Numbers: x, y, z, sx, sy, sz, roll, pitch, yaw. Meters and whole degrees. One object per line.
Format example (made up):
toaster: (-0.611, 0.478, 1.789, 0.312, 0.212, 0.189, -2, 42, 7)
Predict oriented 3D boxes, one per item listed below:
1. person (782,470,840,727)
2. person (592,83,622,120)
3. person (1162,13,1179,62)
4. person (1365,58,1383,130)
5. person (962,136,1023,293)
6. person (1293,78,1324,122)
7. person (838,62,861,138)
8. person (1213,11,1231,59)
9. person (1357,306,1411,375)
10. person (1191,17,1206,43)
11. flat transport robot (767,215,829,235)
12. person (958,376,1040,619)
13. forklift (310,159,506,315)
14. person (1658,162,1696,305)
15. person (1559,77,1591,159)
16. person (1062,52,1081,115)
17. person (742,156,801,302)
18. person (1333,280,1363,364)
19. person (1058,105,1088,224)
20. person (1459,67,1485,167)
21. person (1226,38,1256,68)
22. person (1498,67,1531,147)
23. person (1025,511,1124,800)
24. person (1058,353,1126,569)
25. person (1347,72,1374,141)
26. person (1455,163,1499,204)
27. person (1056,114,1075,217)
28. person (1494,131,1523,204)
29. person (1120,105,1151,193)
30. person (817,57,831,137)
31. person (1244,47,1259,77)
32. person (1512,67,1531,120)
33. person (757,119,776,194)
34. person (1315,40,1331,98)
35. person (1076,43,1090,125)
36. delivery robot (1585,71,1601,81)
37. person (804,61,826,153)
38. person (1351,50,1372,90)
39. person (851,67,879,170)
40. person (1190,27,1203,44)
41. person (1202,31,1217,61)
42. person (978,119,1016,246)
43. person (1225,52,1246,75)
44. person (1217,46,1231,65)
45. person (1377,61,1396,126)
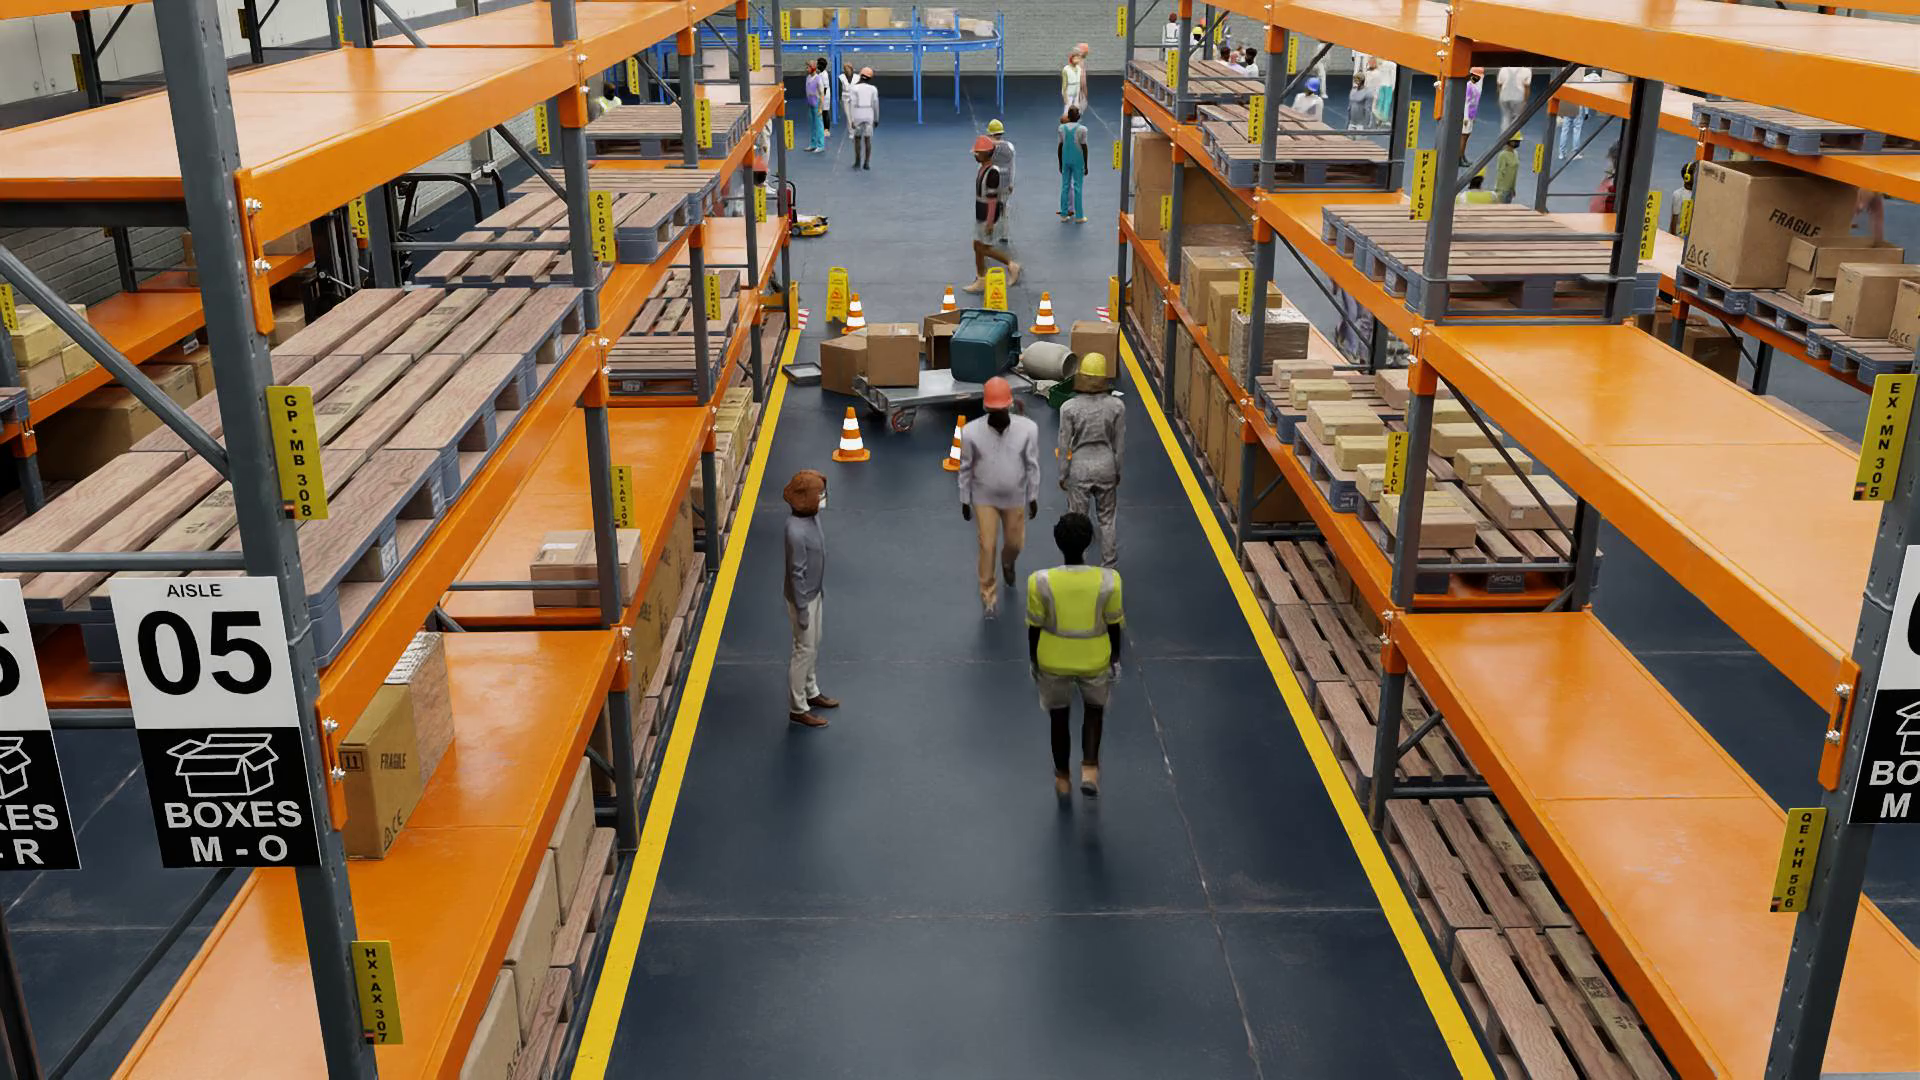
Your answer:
person: (-0.919, 0.343, 10.027, 0.285, 1.622, 0.512, 2, 21, 6)
person: (-6.282, -7.343, 30.096, 0.822, 1.801, 0.635, 13, 24, 30)
person: (6.253, -14.568, 49.079, 0.584, 1.882, 0.344, 10, 23, 25)
person: (9.269, -10.002, 37.367, 0.426, 1.618, 0.529, -8, 22, -20)
person: (0.407, -4.186, 21.446, 0.687, 2.021, 0.618, -6, 21, -15)
person: (6.252, -7.438, 30.233, 0.374, 1.900, 0.779, -12, 24, -29)
person: (-2.387, -9.565, 36.220, 0.517, 1.622, 0.426, -1, 21, -3)
person: (7.386, -14.048, 47.488, 0.619, 2.035, 0.418, 4, 21, 9)
person: (3.841, -1.619, 14.765, 0.615, 1.943, 0.409, 3, 21, 7)
person: (6.506, -13.132, 45.100, 0.643, 2.014, 0.818, -2, 21, -5)
flat transport robot: (-2.796, -4.892, 25.745, 1.431, 0.197, 0.652, 2, 21, 6)
person: (0.266, -0.344, 11.693, 0.575, 1.730, 0.587, -1, 21, -3)
forklift: (-5.622, -2.910, 17.832, 2.313, 2.155, 1.214, -1, 21, -1)
person: (8.770, -3.642, 20.212, 0.328, 1.876, 0.513, 18, 27, 40)
person: (12.260, -8.579, 33.200, 0.593, 1.920, 0.392, 15, 26, 35)
person: (2.410, -9.667, 36.189, 0.386, 1.838, 0.573, 17, 27, 38)
person: (-2.510, -3.781, 20.571, 0.971, 1.891, 0.565, -3, 21, -7)
person: (4.348, -2.876, 18.371, 0.522, 1.741, 0.760, -5, 21, -12)
person: (1.791, -5.949, 26.348, 0.507, 1.847, 0.343, 10, 23, 25)
person: (9.893, -8.218, 32.236, 0.389, 1.926, 0.547, 12, 24, 29)
person: (6.372, -10.390, 37.816, 0.706, 2.000, 0.631, 1, 21, 1)
person: (11.605, -9.273, 34.865, 0.686, 2.000, 0.566, 14, 25, 33)
person: (0.616, 0.658, 9.086, 0.538, 1.685, 0.392, 1, 21, 1)
person: (0.955, -0.507, 12.124, 0.495, 1.734, 0.344, -2, 21, -6)
person: (7.377, -7.684, 30.831, 0.391, 1.928, 0.635, -9, 23, -23)
person: (6.162, -3.622, 20.149, 0.596, 1.872, 0.989, 0, 21, -1)
person: (1.743, -6.077, 26.999, 0.284, 1.628, 0.504, -4, 21, -11)
person: (7.952, -5.095, 24.202, 0.314, 1.769, 0.524, 17, 27, 38)
person: (3.084, -7.064, 29.263, 0.571, 1.876, 0.347, -9, 23, -23)
person: (-3.006, -9.719, 36.522, 0.318, 1.697, 0.533, -4, 21, -11)
person: (6.203, -9.577, 35.771, 0.367, 1.966, 0.605, -3, 21, -8)
person: (13.217, -10.903, 39.496, 0.618, 1.810, 0.532, -4, 21, -12)
person: (-3.408, -6.966, 29.179, 0.293, 1.745, 0.486, -1, 21, -1)
person: (9.604, -12.686, 44.349, 0.493, 1.716, 0.758, -15, 25, -34)
person: (2.701, -10.013, 36.909, 0.535, 1.969, 0.636, -1, 21, -3)
delivery robot: (17.389, -12.632, 45.678, 0.477, 0.478, 0.707, 3, 21, 8)
person: (-2.963, -8.887, 34.121, 0.396, 1.841, 0.565, -14, 25, -32)
person: (11.138, -13.412, 46.017, 0.573, 1.887, 0.355, 4, 21, 12)
person: (-1.819, -8.095, 31.952, 0.558, 1.888, 0.620, -3, 21, -9)
person: (6.015, -12.154, 42.636, 0.382, 1.924, 0.594, -7, 22, -19)
person: (6.142, -11.770, 41.605, 0.543, 1.939, 0.360, 3, 21, 8)
person: (0.524, -5.272, 24.572, 0.591, 1.837, 0.403, -9, 23, -23)
person: (5.815, -9.423, 35.451, 0.646, 1.904, 0.401, 13, 25, 32)
person: (5.750, -9.929, 36.787, 0.387, 1.906, 0.603, -6, 21, -15)
person: (9.928, -10.498, 38.496, 0.336, 1.759, 0.528, -8, 22, -19)
